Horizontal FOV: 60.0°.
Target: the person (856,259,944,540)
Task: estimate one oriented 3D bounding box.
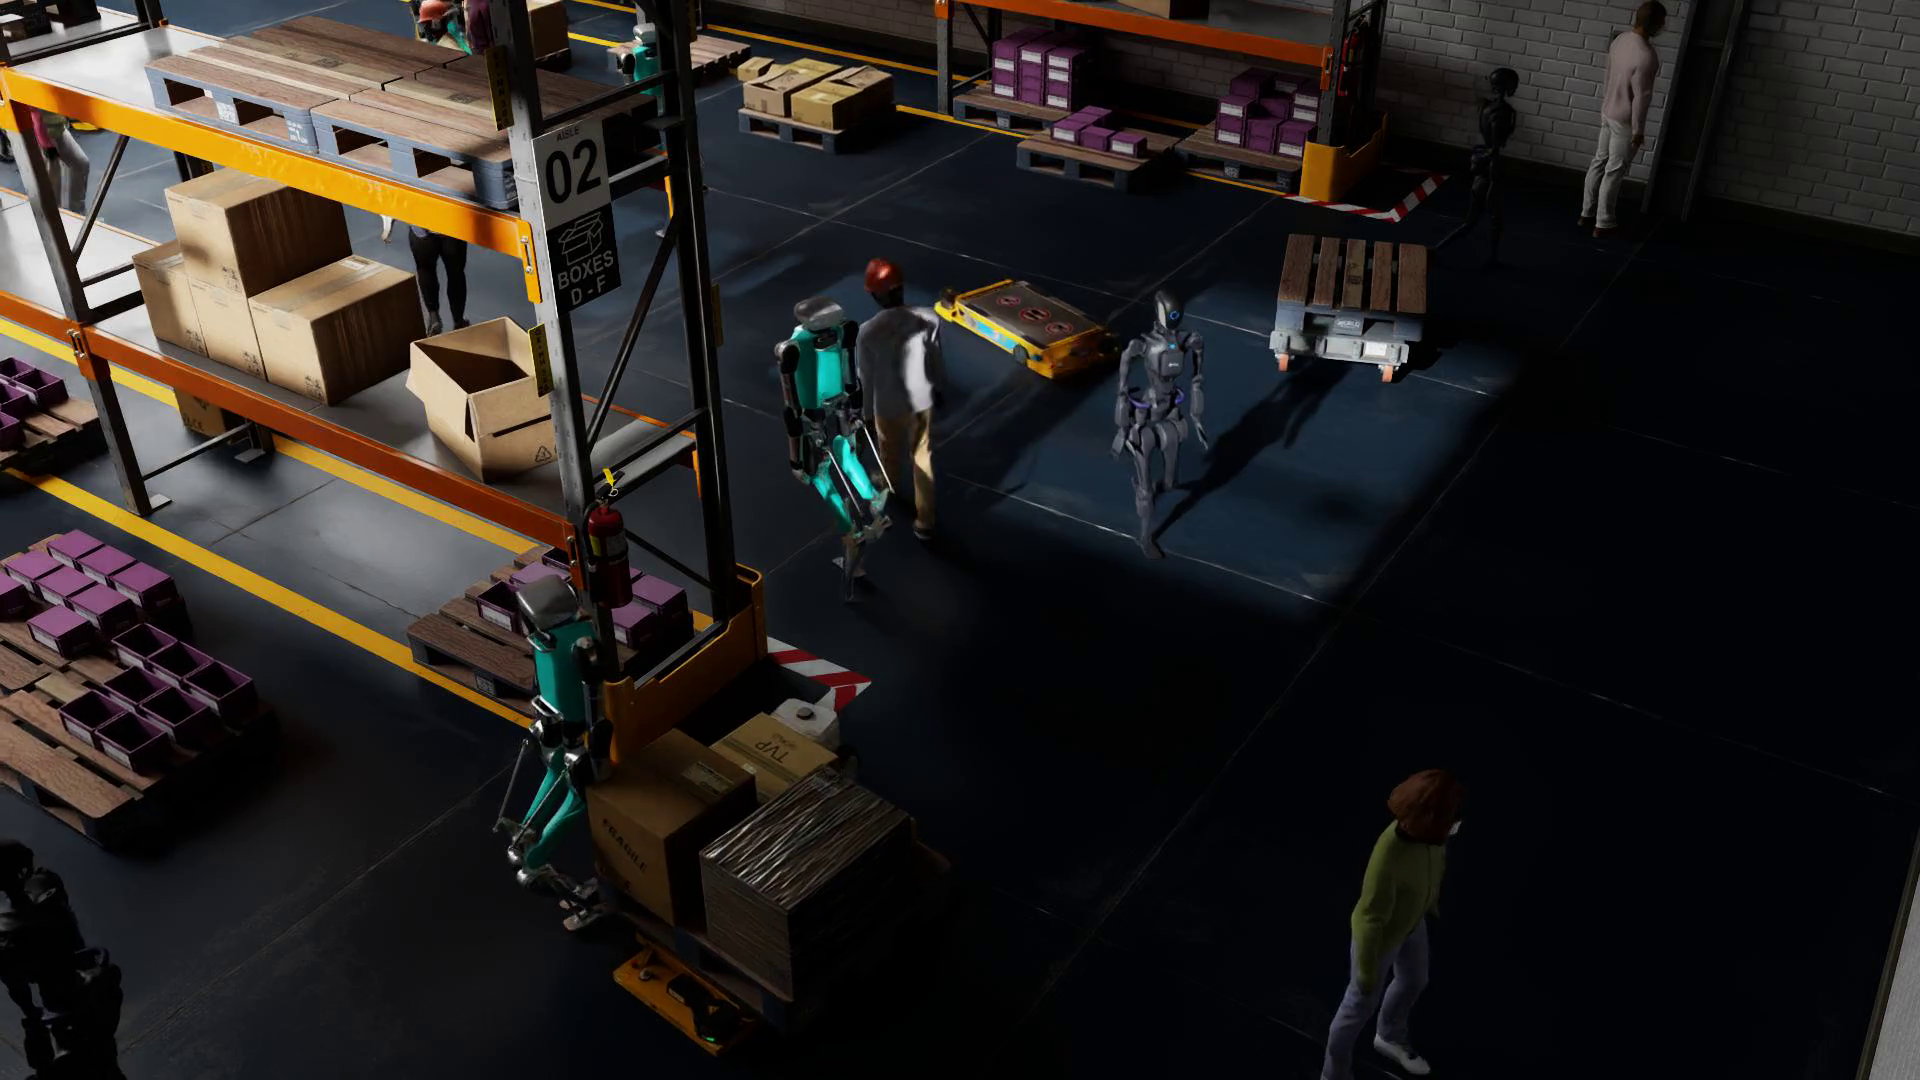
[{"bbox_3d":[-0.346,-0.851,9.877,0.587,1.690,0.879,-14,36,-20],"label":"person"}]

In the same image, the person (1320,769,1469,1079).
[{"bbox_3d":[1.664,1.504,6.312,0.350,1.625,0.552,27,41,34],"label":"person"}]

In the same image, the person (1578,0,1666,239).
[{"bbox_3d":[5.448,-3.444,13.641,0.373,1.936,0.628,-3,33,-5],"label":"person"}]

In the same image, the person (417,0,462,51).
[{"bbox_3d":[-4.348,-3.789,14.358,0.464,1.726,0.568,-12,35,-18],"label":"person"}]

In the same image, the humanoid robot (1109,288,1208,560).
[{"bbox_3d":[1.120,-0.729,9.716,0.601,1.631,0.620,-12,35,-17],"label":"humanoid robot"}]

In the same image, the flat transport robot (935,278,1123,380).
[{"bbox_3d":[0.496,-1.600,12.332,0.659,0.231,1.431,-22,39,-30],"label":"flat transport robot"}]

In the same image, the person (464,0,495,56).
[{"bbox_3d":[-4.224,-4.278,14.914,0.431,1.945,0.487,-20,38,-28],"label":"person"}]

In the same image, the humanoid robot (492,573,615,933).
[{"bbox_3d":[-1.761,0.992,6.965,0.667,1.763,0.537,-26,41,-34],"label":"humanoid robot"}]

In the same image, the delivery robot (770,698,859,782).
[{"bbox_3d":[-0.857,1.097,7.935,0.499,0.606,0.809,15,36,22],"label":"delivery robot"}]

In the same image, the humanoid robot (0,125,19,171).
[{"bbox_3d":[-8.799,-4.166,15.003,0.602,1.641,0.593,8,34,11],"label":"humanoid robot"}]

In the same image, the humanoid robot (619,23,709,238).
[{"bbox_3d":[-2.324,-3.258,13.460,0.530,1.711,0.704,-25,41,-33],"label":"humanoid robot"}]

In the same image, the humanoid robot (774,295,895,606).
[{"bbox_3d":[-0.599,-0.422,9.204,0.532,1.825,0.734,-28,42,-36],"label":"humanoid robot"}]

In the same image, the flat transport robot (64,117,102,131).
[{"bbox_3d":[-8.954,-4.286,16.460,1.431,0.231,0.659,7,34,10],"label":"flat transport robot"}]

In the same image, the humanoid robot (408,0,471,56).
[{"bbox_3d":[-4.880,-4.881,16.093,0.870,1.840,0.558,28,42,36],"label":"humanoid robot"}]

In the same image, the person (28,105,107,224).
[{"bbox_3d":[-7.439,-3.337,13.592,0.581,1.808,0.689,-9,34,-14],"label":"person"}]

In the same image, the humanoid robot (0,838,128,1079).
[{"bbox_3d":[-3.171,1.726,5.987,0.668,1.642,0.596,-7,34,-10],"label":"humanoid robot"}]

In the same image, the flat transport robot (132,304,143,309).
[{"bbox_3d":[-5.992,-1.849,12.715,1.431,0.231,0.659,20,38,28],"label":"flat transport robot"}]

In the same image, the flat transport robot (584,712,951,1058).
[{"bbox_3d":[-0.771,1.642,7.350,0.659,0.231,1.431,25,40,33],"label":"flat transport robot"}]

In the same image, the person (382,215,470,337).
[{"bbox_3d":[-3.784,-2.295,12.053,0.801,1.734,0.539,-9,34,-13],"label":"person"}]

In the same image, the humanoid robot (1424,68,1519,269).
[{"bbox_3d":[4.099,-2.910,13.086,0.724,1.634,0.601,8,34,12],"label":"humanoid robot"}]
